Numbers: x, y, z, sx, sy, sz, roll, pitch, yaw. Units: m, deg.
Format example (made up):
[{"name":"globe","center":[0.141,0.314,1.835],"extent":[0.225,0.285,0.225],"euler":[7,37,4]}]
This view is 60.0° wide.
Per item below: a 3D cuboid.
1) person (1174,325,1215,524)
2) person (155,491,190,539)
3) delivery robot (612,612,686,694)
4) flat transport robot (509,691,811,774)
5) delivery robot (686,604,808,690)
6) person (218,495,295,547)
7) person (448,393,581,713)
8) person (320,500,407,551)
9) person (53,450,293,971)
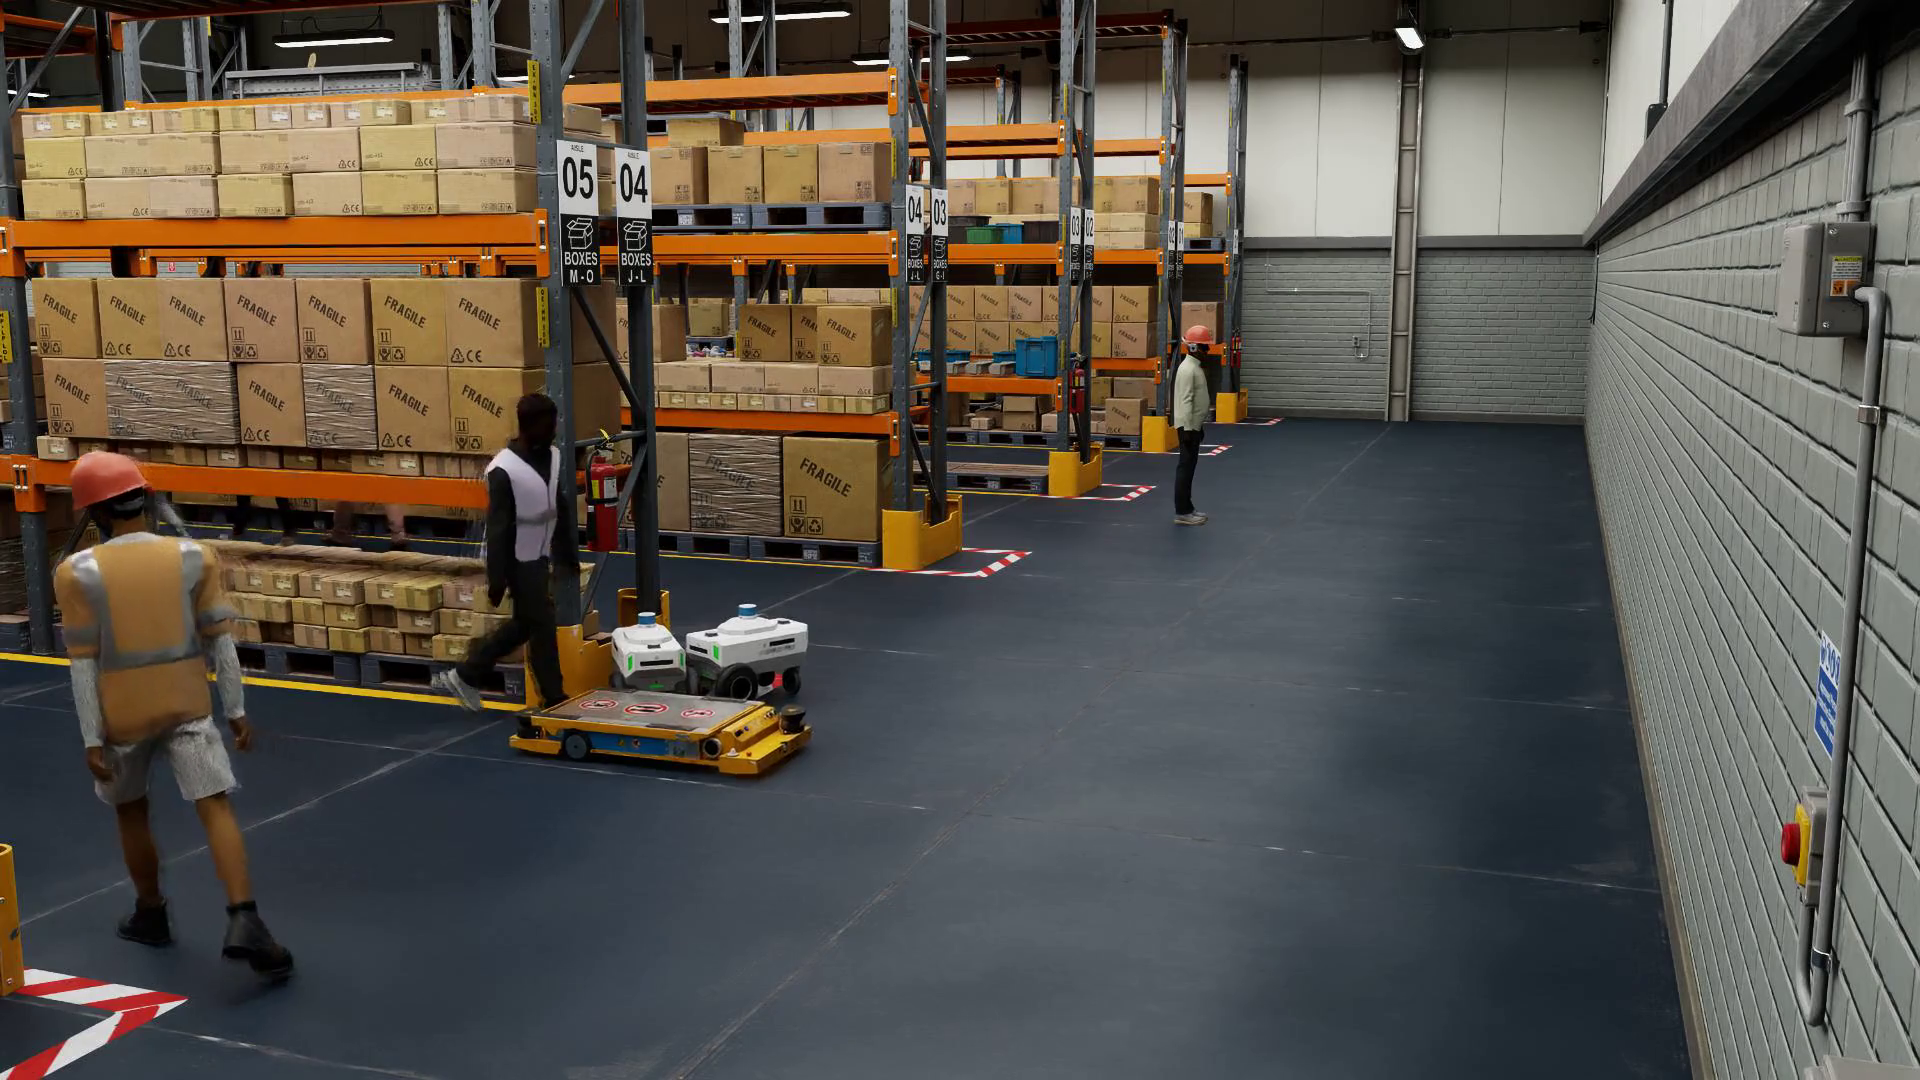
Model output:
[{"name":"person","center":[2.339,-1.151,16.673],"extent":[0.402,1.988,0.611],"euler":[2,9,14]},{"name":"person","center":[-6.893,-0.623,14.192],"extent":[0.413,1.730,0.486],"euler":[4,10,21]},{"name":"delivery robot","center":[-1.791,0.658,9.546],"extent":[0.477,0.478,0.707],"euler":[-3,10,-18]},{"name":"flat transport robot","center":[-1.564,0.981,8.706],"extent":[1.431,0.197,0.652],"euler":[3,10,19]},{"name":"delivery robot","center":[-1.242,0.620,9.781],"extent":[0.707,0.478,0.477],"euler":[-8,12,-42]},{"name":"person","center":[-6.378,-0.726,15.035],"extent":[0.829,1.662,0.543],"euler":[5,10,27]},{"name":"person","center":[-2.457,0.115,9.137],"extent":[0.852,1.874,0.682],"euler":[2,9,14]},{"name":"person","center":[-5.386,-0.804,14.990],"extent":[1.048,1.848,0.663],"euler":[6,11,32]},{"name":"person","center":[-2.837,0.629,5.920],"extent":[0.585,1.889,0.914],"euler":[-7,11,-36]}]
